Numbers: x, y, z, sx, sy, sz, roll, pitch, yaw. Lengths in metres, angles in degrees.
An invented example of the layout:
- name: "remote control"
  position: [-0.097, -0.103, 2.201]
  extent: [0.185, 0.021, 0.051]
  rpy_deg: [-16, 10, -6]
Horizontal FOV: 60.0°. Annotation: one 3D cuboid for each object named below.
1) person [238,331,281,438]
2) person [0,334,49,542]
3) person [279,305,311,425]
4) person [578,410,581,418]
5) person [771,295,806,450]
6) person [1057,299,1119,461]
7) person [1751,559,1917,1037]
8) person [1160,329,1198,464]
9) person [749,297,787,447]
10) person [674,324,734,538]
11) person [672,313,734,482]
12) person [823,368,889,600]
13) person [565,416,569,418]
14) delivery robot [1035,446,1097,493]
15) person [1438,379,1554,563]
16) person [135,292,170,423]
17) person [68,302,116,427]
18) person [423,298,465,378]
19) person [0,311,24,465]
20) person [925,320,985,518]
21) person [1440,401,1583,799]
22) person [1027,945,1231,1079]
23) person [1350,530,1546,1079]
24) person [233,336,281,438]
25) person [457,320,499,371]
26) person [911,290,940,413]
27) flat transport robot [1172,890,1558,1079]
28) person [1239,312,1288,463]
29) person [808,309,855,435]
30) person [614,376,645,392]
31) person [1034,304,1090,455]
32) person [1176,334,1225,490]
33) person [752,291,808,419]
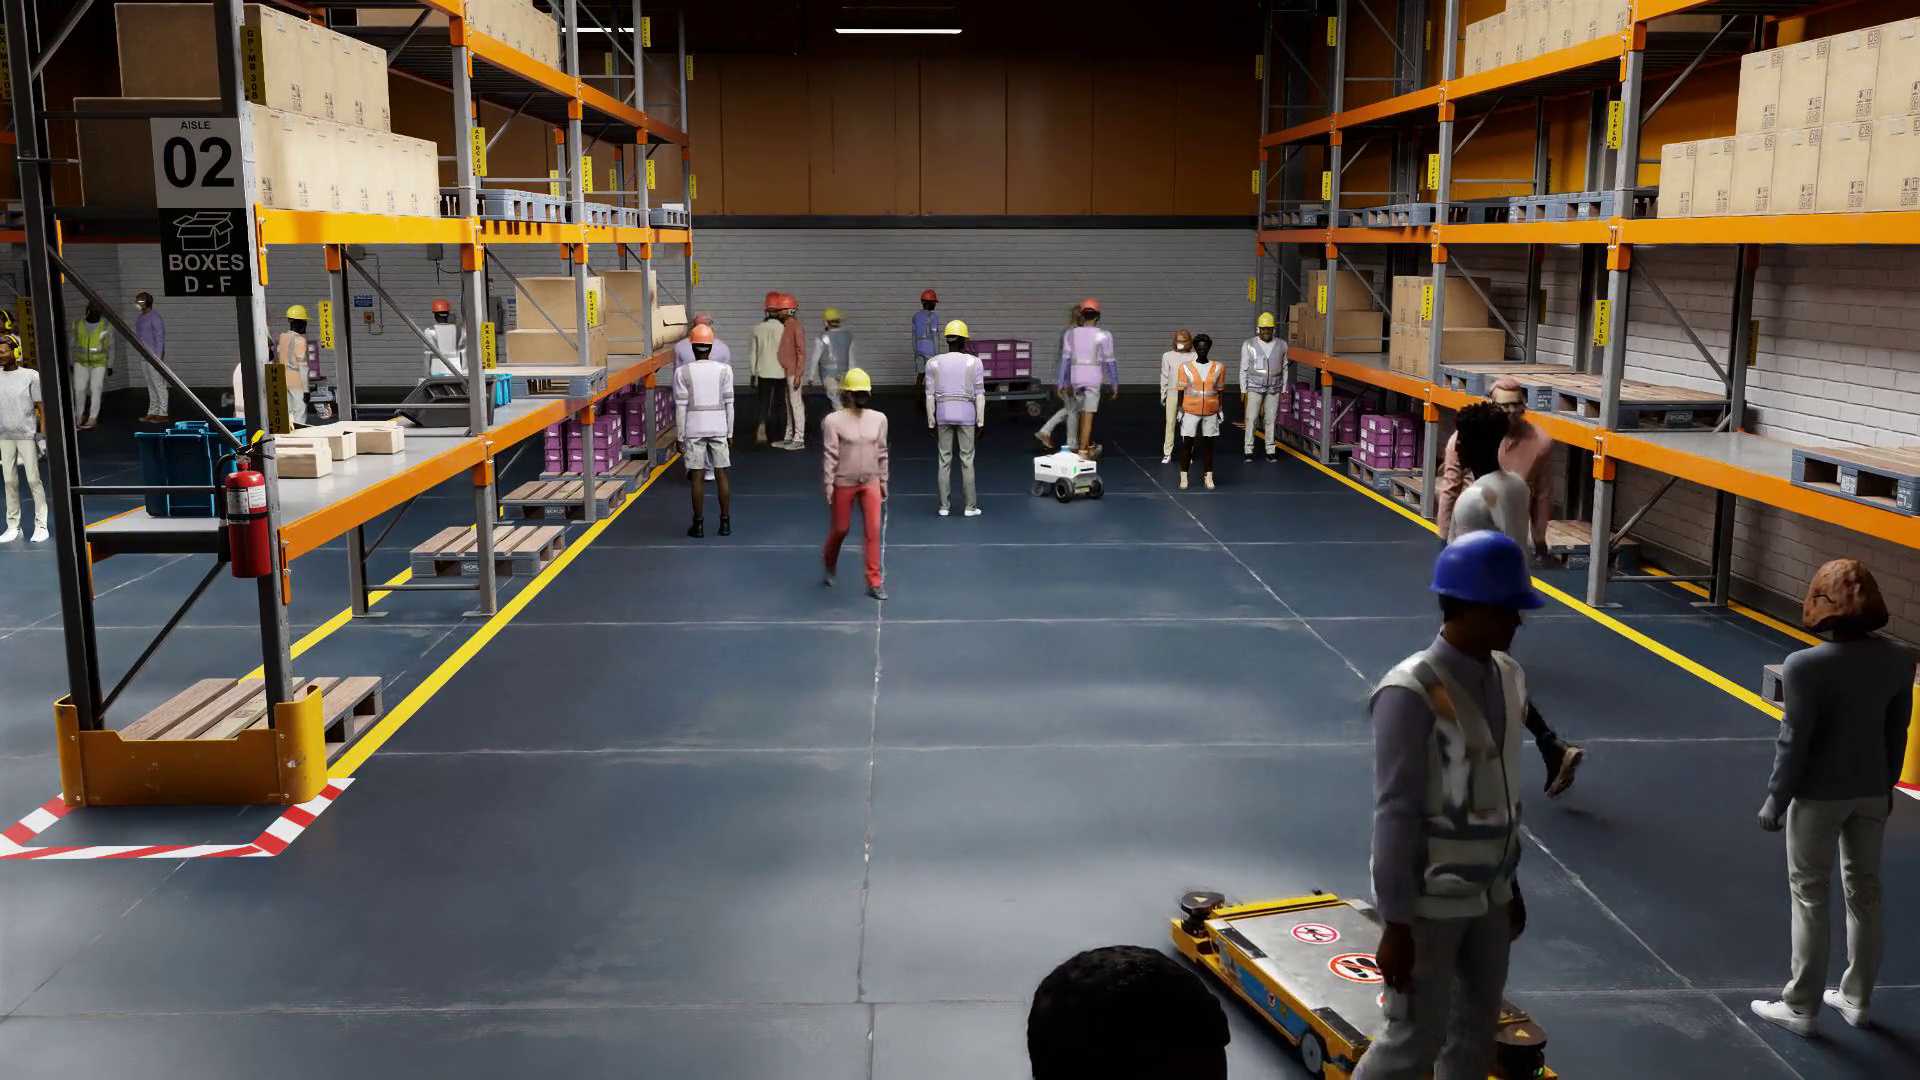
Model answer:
- name: "person"
  position: [-9.224, -2.104, 21.618]
  extent: [0.951, 1.842, 0.594]
  rpy_deg: [3, 11, 18]
- name: "person"
  position: [-8.428, -0.905, 14.870]
  extent: [0.535, 1.868, 0.309]
  rpy_deg: [0, 10, -2]
- name: "person"
  position: [-8.063, -1.897, 20.272]
  extent: [0.583, 1.919, 0.399]
  rpy_deg: [10, 14, 43]
- name: "person"
  position: [-5.541, -2.533, 24.628]
  extent: [0.350, 1.614, 0.530]
  rpy_deg: [-4, 11, -21]
- name: "person"
  position: [-2.216, -2.169, 21.557]
  extent: [0.378, 1.995, 0.609]
  rpy_deg: [-7, 12, -33]
- name: "person"
  position: [1.583, -1.900, 20.076]
  extent: [0.665, 1.980, 1.040]
  rpy_deg: [5, 12, 28]
- name: "person"
  position: [2.953, 0.871, 5.630]
  extent: [0.499, 1.633, 0.278]
  rpy_deg: [-2, 10, -12]
- name: "person"
  position: [2.671, -1.732, 20.132]
  extent: [0.499, 1.633, 0.279]
  rpy_deg: [2, 10, 10]
- name: "person"
  position: [-2.437, -2.154, 21.547]
  extent: [0.633, 1.970, 0.712]
  rpy_deg: [1, 10, 4]
- name: "person"
  position: [-2.323, -0.986, 15.125]
  extent: [0.543, 1.939, 0.370]
  rpy_deg: [-3, 11, -18]
- name: "person"
  position: [-2.857, -1.581, 18.556]
  extent: [0.683, 1.893, 0.432]
  rpy_deg: [-1, 10, -5]
- name: "person"
  position: [-0.805, -0.447, 12.683]
  extent: [0.538, 1.742, 0.801]
  rpy_deg: [-4, 11, -23]
- name: "person"
  position: [-5.583, -2.351, 23.462]
  extent: [0.533, 1.674, 0.689]
  rpy_deg: [1, 10, 4]
- name: "delivery robot"
  position: [1.098, -0.742, 17.360]
  extent: [0.477, 0.478, 0.707]
  rpy_deg: [-7, 12, -36]
- name: "person"
  position: [3.275, -0.055, 10.161]
  extent: [0.648, 1.862, 0.760]
  rpy_deg: [-1, 10, -3]
- name: "person"
  position: [-12.036, -2.712, 24.741]
  extent: [0.627, 1.941, 0.370]
  rpy_deg: [9, 13, 40]
- name: "person"
  position: [-12.639, -2.549, 24.214]
  extent: [0.679, 1.808, 0.539]
  rpy_deg: [-3, 11, -18]
- name: "person"
  position: [-6.823, -2.219, 22.012]
  extent: [0.545, 1.936, 0.382]
  rpy_deg: [-6, 12, -31]
- name: "person"
  position: [-11.496, -1.829, 20.048]
  extent: [0.532, 1.865, 0.401]
  rpy_deg: [9, 14, 42]
- name: "person"
  position: [-0.041, -1.173, 16.222]
  extent: [0.584, 1.918, 0.381]
  rpy_deg: [2, 10, 10]
- name: "person"
  position: [2.544, 0.313, 7.882]
  extent: [0.754, 1.942, 0.620]
  rpy_deg: [10, 14, 43]
- name: "person"
  position: [0.118, 1.386, 1.975]
  extent: [0.371, 1.915, 0.597]
  rpy_deg: [2, 10, 11]
- name: "person"
  position: [1.307, 0.925, 4.474]
  extent: [0.625, 1.945, 0.446]
  rpy_deg: [-9, 13, -41]
- name: "person"
  position: [-6.452, -0.987, 15.401]
  extent: [0.429, 1.842, 0.630]
  rpy_deg: [-9, 14, -42]
- name: "person"
  position: [-6.871, -2.466, 23.695]
  extent: [0.629, 1.822, 0.444]
  rpy_deg: [-5, 11, -26]
- name: "person"
  position: [-0.506, -2.943, 26.048]
  extent: [0.543, 1.932, 0.376]
  rpy_deg: [10, 14, 44]
- name: "flat transport robot"
  position: [1.334, 1.532, 5.741]
  extent: [0.652, 0.197, 1.431]
  rpy_deg: [-3, 11, -18]
- name: "person"
  position: [3.700, -1.848, 20.224]
  extent: [0.601, 1.830, 0.404]
  rpy_deg: [0, 10, -2]
- name: "person"
  position: [-1.748, -2.265, 22.722]
  extent: [0.608, 1.776, 1.003]
  rpy_deg: [-9, 13, -40]
- name: "person"
  position: [-4.855, -2.636, 24.457]
  extent: [0.926, 1.894, 0.644]
  rpy_deg: [4, 11, 19]
- name: "person"
  position: [1.315, -2.003, 20.879]
  extent: [0.621, 1.914, 0.657]
  rpy_deg: [0, 10, -2]
- name: "person"
  position: [2.607, -1.385, 18.022]
  extent: [0.540, 1.695, 0.317]
  rpy_deg: [0, 10, -2]
- name: "person"
  position: [-2.692, -2.743, 24.885]
  extent: [0.996, 1.956, 0.634]
  rpy_deg: [8, 13, 36]
